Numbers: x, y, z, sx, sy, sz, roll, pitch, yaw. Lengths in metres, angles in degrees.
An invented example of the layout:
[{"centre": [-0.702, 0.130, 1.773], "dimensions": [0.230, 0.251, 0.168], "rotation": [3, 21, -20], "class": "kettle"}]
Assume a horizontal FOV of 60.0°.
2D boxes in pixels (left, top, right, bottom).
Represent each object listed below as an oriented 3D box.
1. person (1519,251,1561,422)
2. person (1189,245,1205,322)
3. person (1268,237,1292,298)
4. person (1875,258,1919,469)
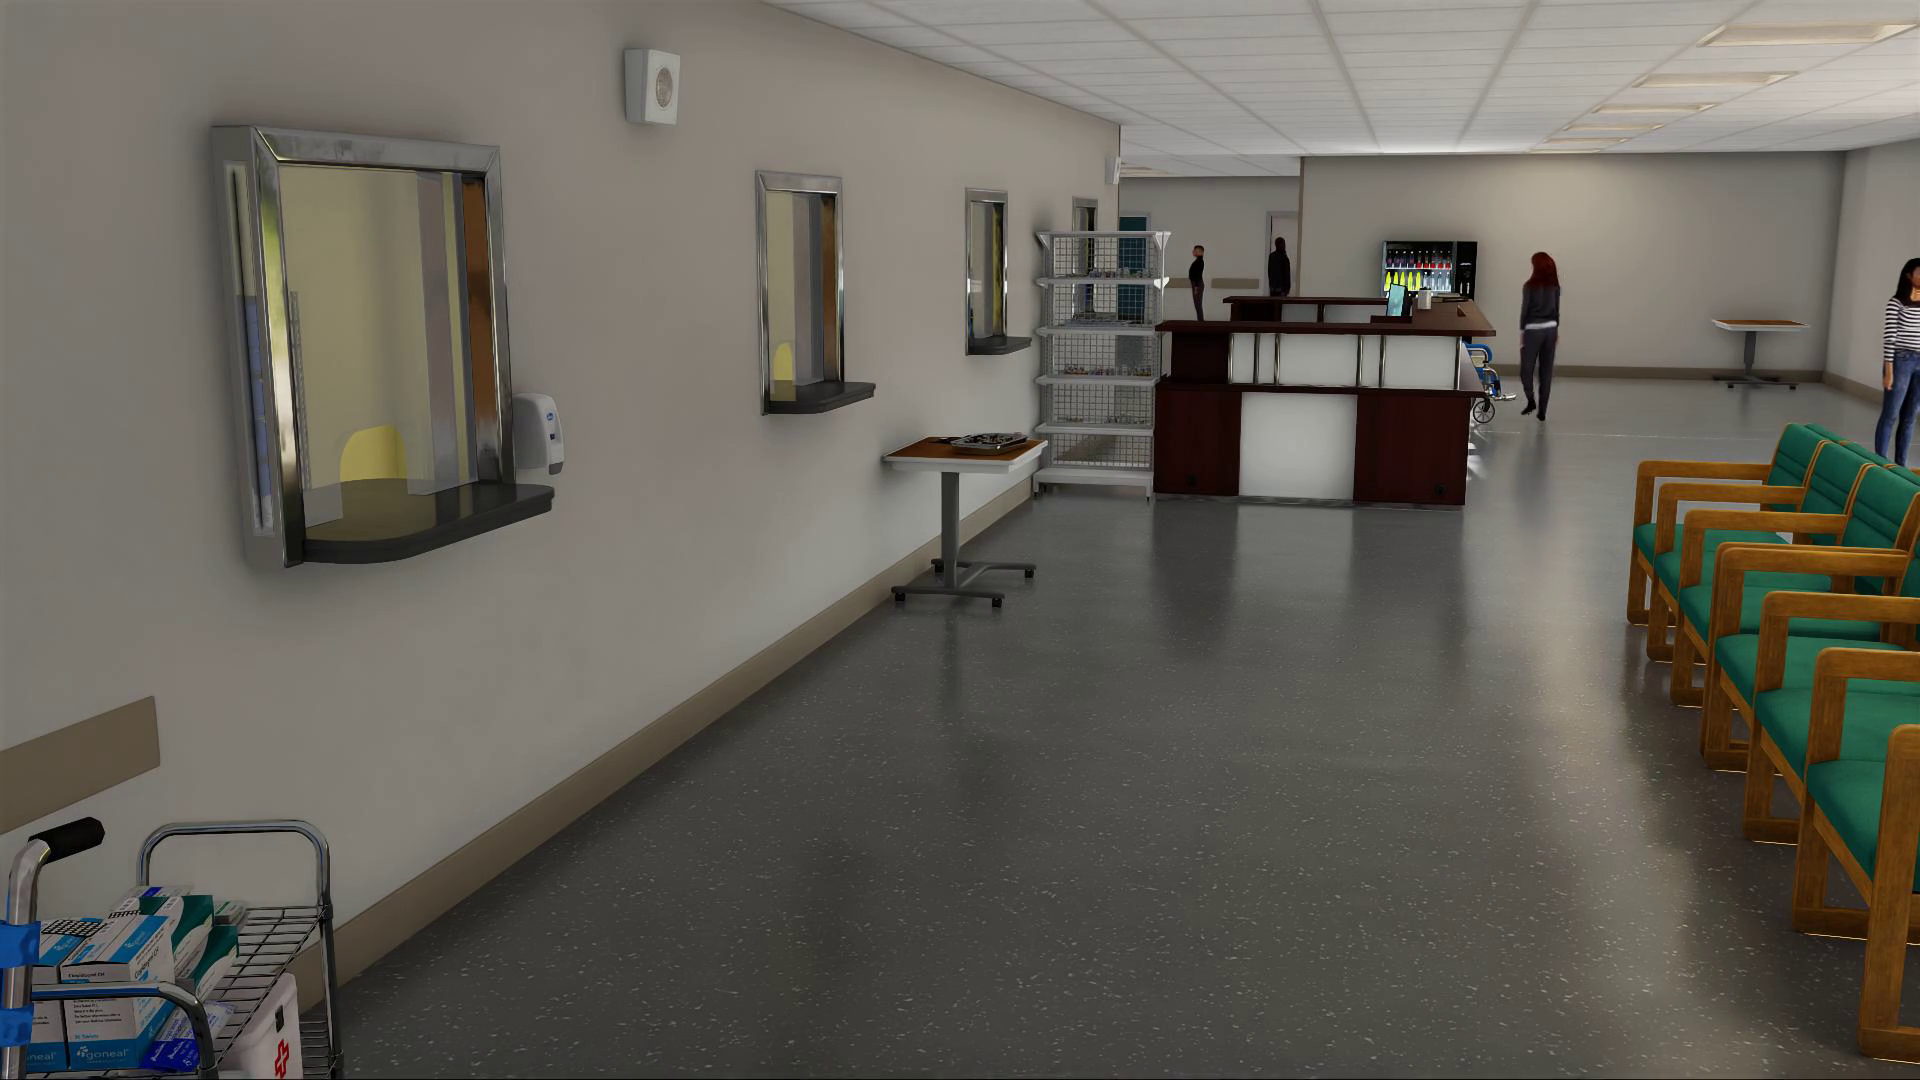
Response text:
[{"centre": [6.106, -2.120, 17.445], "dimensions": [0.583, 1.766, 0.749], "rotation": [0, 11, 3], "class": "person"}, {"centre": [4.537, -4.755, 31.598], "dimensions": [0.552, 1.667, 0.596], "rotation": [2, 11, 9], "class": "person"}, {"centre": [6.082, -4.868, 31.767], "dimensions": [0.845, 1.825, 0.784], "rotation": [-6, 12, -30], "class": "person"}, {"centre": [7.431, -1.314, 13.070], "dimensions": [0.579, 1.797, 0.703], "rotation": [-3, 11, -14], "class": "person"}]
